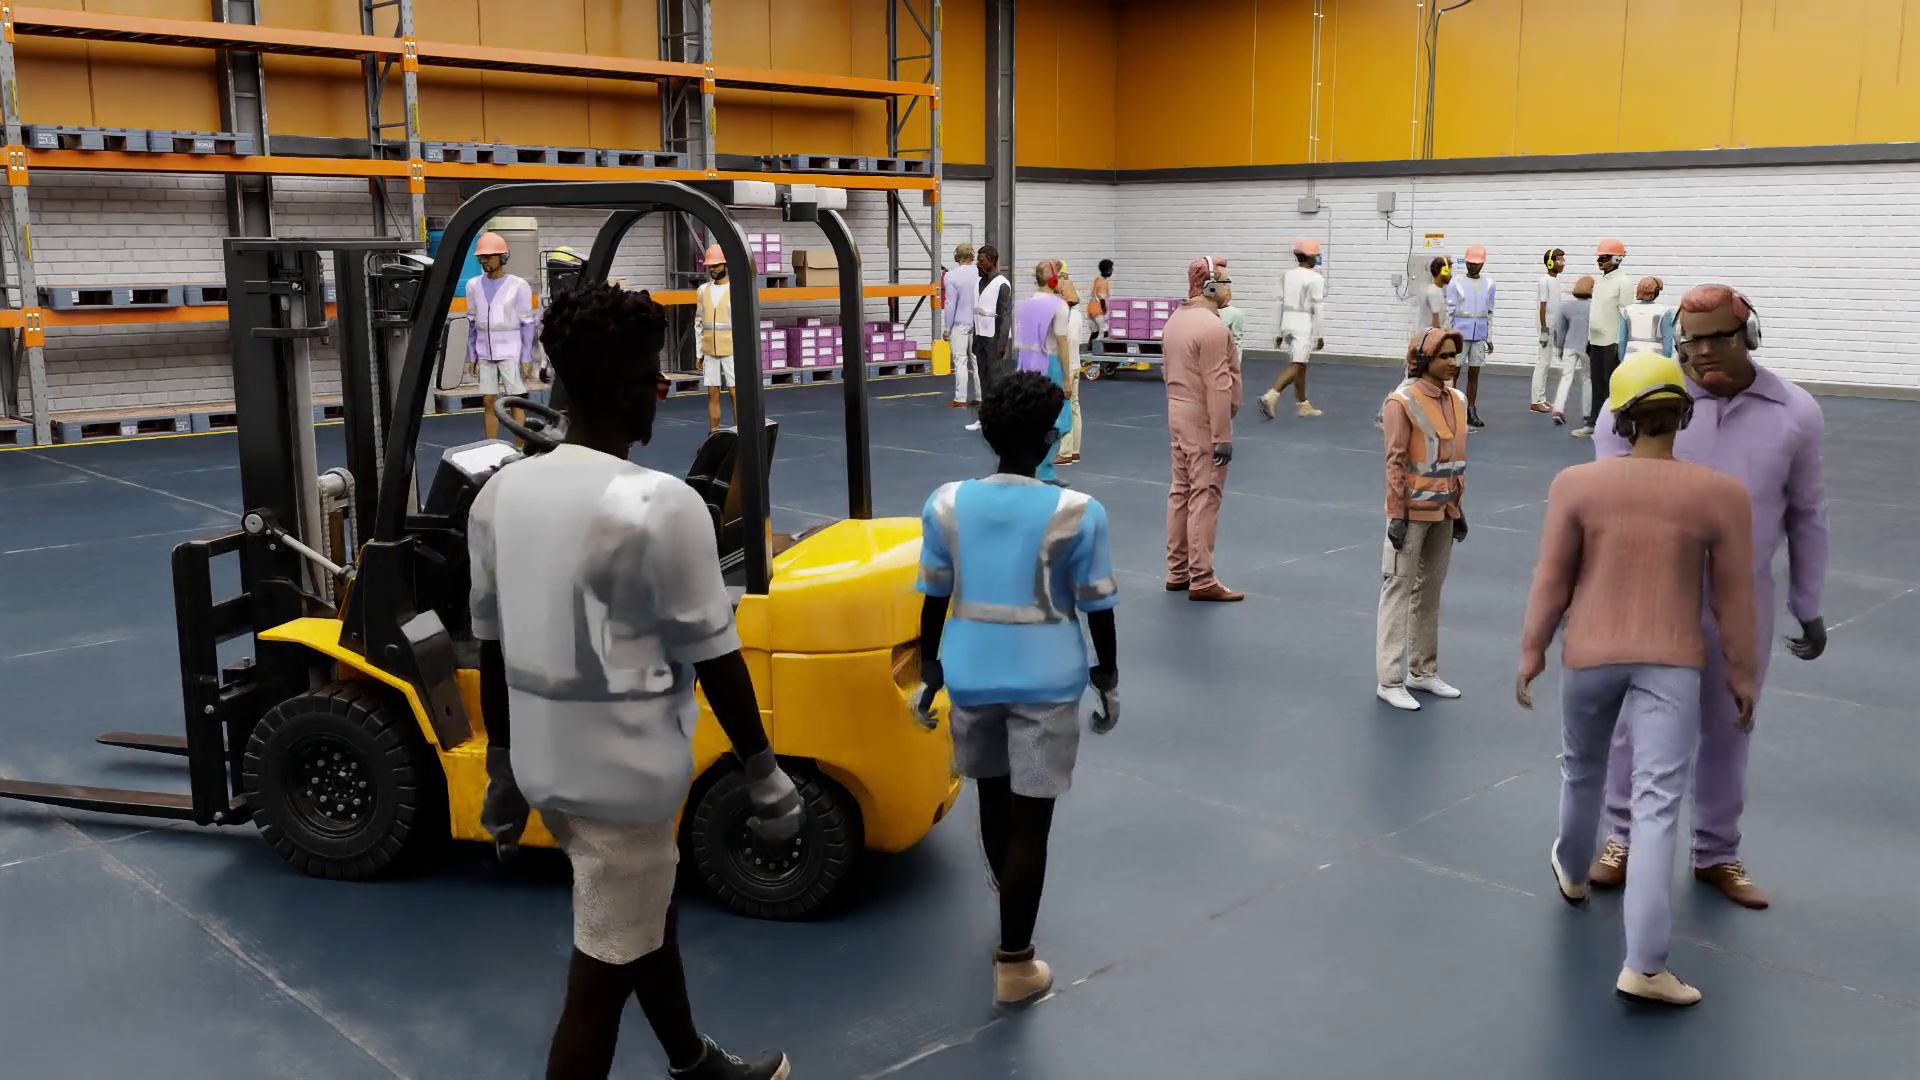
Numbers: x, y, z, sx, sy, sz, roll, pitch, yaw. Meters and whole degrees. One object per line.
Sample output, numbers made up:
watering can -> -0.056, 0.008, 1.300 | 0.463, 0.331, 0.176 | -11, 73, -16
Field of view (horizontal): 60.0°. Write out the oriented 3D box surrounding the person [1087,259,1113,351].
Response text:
person -> 2.163, -3.443, 25.347 | 0.449, 1.661, 0.556 | -1, 10, -4

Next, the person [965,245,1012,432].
person -> 0.315, -2.070, 17.167 | 0.382, 1.918, 0.597 | -6, 12, -30

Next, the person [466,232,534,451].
person -> -3.919, -1.575, 14.126 | 0.609, 2.044, 0.394 | 3, 11, 15

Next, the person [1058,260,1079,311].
person -> 1.124, -2.323, 19.021 | 0.493, 1.742, 0.322 | -6, 12, -30

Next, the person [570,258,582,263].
person -> -3.150, -1.468, 14.082 | 0.517, 1.843, 0.325 | 10, 15, 44

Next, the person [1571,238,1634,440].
person -> 6.389, -1.978, 16.455 | 0.379, 1.996, 0.610 | -2, 11, -11

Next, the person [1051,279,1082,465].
person -> 0.917, -1.477, 14.707 | 0.279, 1.634, 0.499 | 5, 12, 25

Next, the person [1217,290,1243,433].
person -> 2.403, -1.640, 15.596 | 0.499, 1.634, 0.285 | 7, 13, 34

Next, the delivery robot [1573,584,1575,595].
delivery robot -> 3.440, 0.118, 8.698 | 0.477, 0.478, 0.707 | -2, 11, -14

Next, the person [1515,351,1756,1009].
person -> 1.880, 0.340, 4.618 | 0.598, 1.695, 0.956 | 5, 11, 25

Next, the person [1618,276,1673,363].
person -> 6.432, -1.650, 15.633 | 0.311, 1.642, 0.513 | -9, 14, -42

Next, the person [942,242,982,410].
person -> 0.068, -2.479, 19.347 | 0.635, 1.936, 0.352 | -8, 13, -35

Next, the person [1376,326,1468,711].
person -> 2.002, -0.100, 7.183 | 0.511, 1.640, 0.308 | -9, 13, -39

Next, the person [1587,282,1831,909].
person -> 2.233, 0.175, 5.019 | 0.717, 1.890, 0.421 | 2, 11, 10

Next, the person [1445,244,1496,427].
person -> 5.396, -2.155, 17.596 | 0.543, 1.932, 0.376 | -1, 10, -7

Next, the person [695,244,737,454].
person -> -2.198, -1.739, 15.305 | 0.551, 1.936, 0.357 | 4, 11, 19

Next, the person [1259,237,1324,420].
person -> 3.647, -2.304, 18.230 | 0.922, 2.011, 0.621 | -6, 12, -31

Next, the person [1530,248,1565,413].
person -> 6.770, -2.400, 19.097 | 0.329, 1.872, 0.509 | 6, 12, 30

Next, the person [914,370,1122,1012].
person -> 0.200, 0.371, 4.548 | 0.555, 1.666, 0.760 | 5, 11, 24

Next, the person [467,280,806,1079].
person -> -0.616, 0.443, 3.430 | 0.618, 1.939, 0.786 | 10, 14, 43

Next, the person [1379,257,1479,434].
person -> 4.827, -1.996, 17.092 | 1.011, 1.810, 0.540 | 6, 12, 28

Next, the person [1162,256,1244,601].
person -> 1.366, -0.616, 9.270 | 0.409, 1.907, 0.649 | -3, 11, -16

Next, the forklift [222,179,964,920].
forklift -> -1.114, -0.058, 5.440 | 2.313, 2.155, 1.214 | 2, 11, 13

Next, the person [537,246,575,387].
person -> -3.311, -1.524, 14.164 | 0.587, 1.928, 0.381 | 2, 11, 8

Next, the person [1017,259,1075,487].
person -> 0.666, -1.294, 13.155 | 0.502, 1.834, 0.584 | -7, 12, -32

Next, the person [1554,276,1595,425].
person -> 6.625, -2.031, 17.834 | 0.510, 1.597, 0.832 | 9, 14, 40

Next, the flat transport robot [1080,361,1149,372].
flat transport robot -> 2.047, -2.642, 24.778 | 1.431, 0.197, 0.652 | -5, 12, -26
